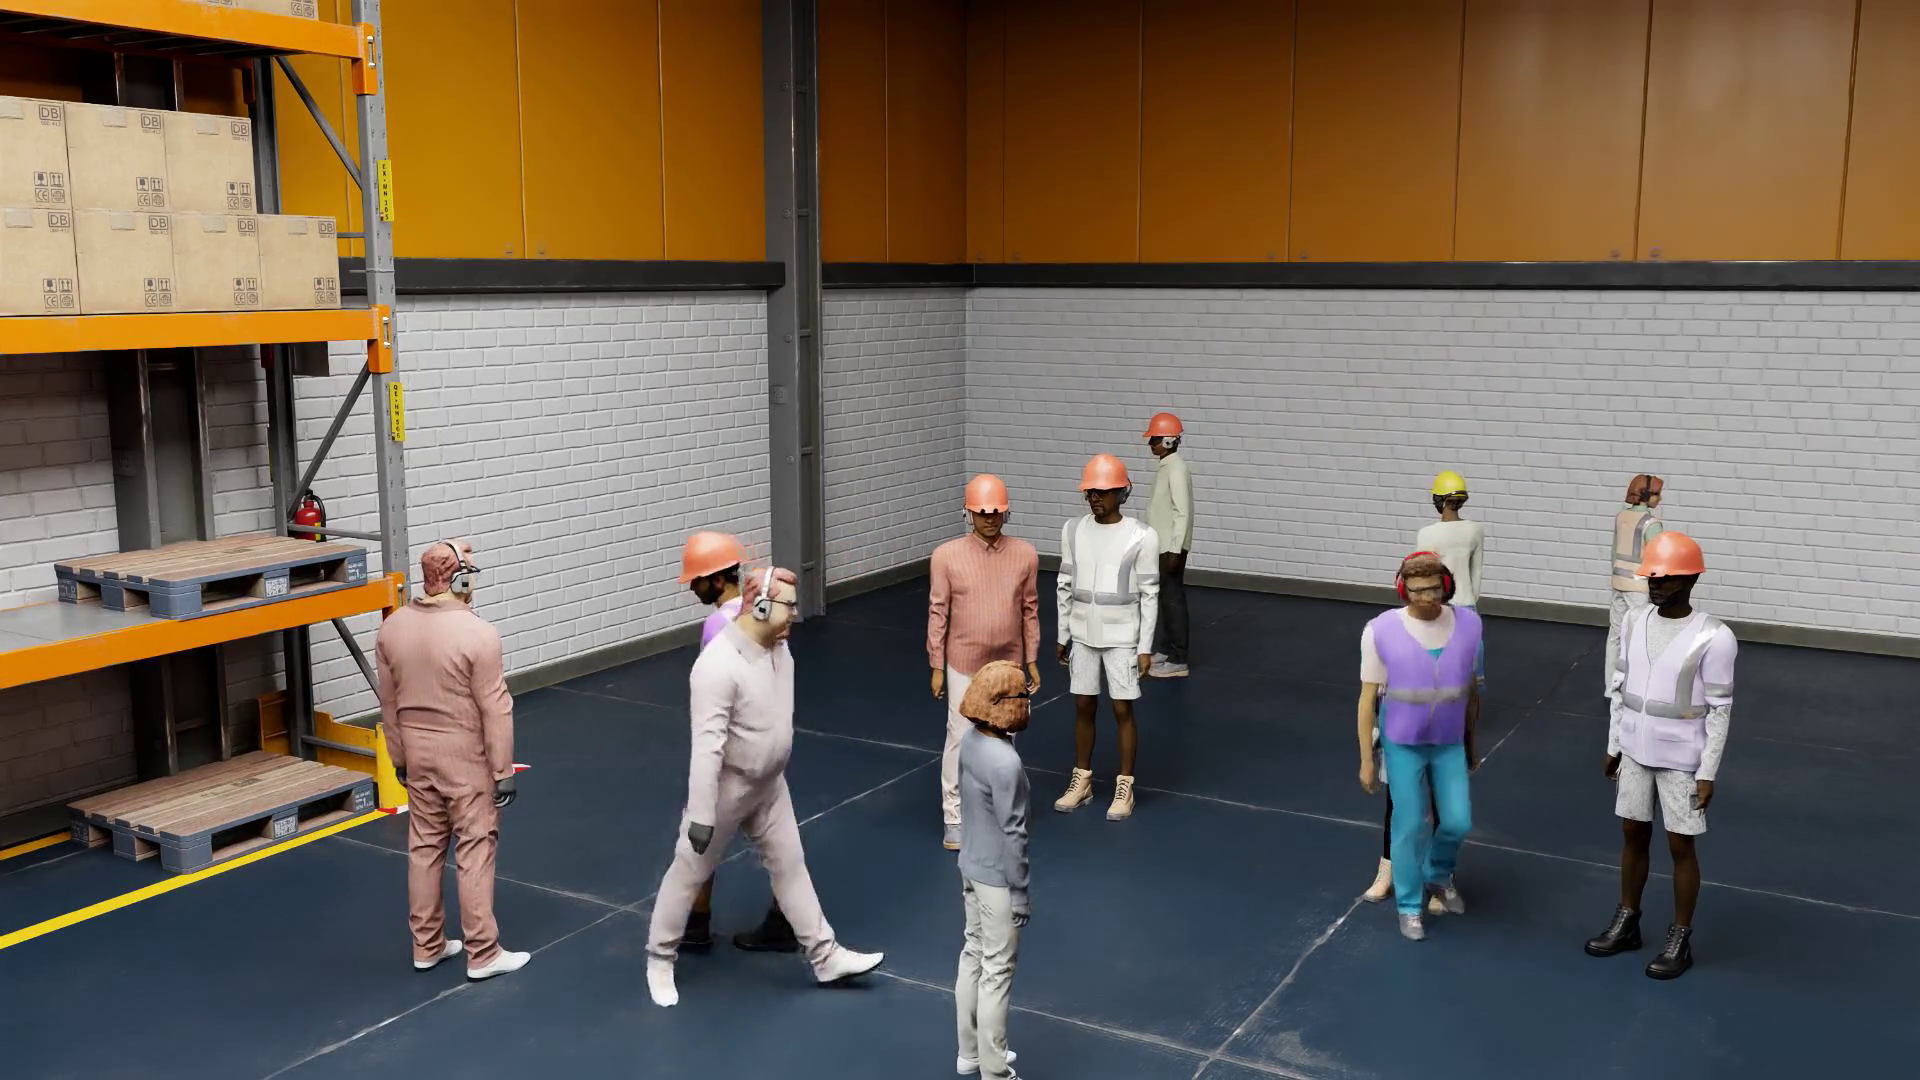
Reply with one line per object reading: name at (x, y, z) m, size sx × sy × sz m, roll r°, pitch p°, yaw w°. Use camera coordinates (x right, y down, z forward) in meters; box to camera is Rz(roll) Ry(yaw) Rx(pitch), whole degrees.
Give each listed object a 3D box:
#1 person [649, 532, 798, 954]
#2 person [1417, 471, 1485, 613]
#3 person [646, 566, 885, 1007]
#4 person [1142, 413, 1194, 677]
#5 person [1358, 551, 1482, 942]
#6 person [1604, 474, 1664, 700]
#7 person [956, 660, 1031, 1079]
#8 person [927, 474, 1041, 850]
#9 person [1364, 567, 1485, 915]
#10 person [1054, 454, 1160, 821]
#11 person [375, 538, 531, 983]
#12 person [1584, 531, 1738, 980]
person at (-1.071, 0.911, 7.410) m, size 0.801 × 1.888 × 0.590 m, roll 3°, pitch 10°, yaw 20°
person at (3.140, 0.433, 10.772) m, size 0.524 × 1.769 × 0.314 m, roll -4°, pitch 10°, yaw -24°
person at (-0.874, 1.023, 6.885) m, size 1.015 × 1.840 × 0.736 m, roll 4°, pitch 10°, yaw 22°
person at (1.558, 0.034, 12.551) m, size 0.397 × 1.992 × 0.623 m, roll 0°, pitch 9°, yaw -2°
person at (2.069, 0.924, 7.579) m, size 0.615 × 1.810 × 0.524 m, roll -1°, pitch 9°, yaw -8°
person at (4.736, 0.354, 11.668) m, size 0.315 × 1.637 × 0.514 m, roll -2°, pitch 9°, yaw -10°
person at (0.139, 1.242, 6.134) m, size 0.280 × 1.633 × 0.503 m, roll -3°, pitch 10°, yaw -19°
person at (0.137, 0.640, 8.767) m, size 0.623 × 1.992 × 0.396 m, roll -3°, pitch 9°, yaw -16°
person at (2.203, 0.927, 7.905) m, size 0.531 × 1.697 × 0.322 m, roll 7°, pitch 11°, yaw 35°
person at (0.801, 0.538, 9.254) m, size 0.605 × 2.044 × 0.374 m, roll 5°, pitch 10°, yaw 29°
person at (-2.169, 0.941, 7.170) m, size 0.652 × 1.906 × 0.403 m, roll 4°, pitch 10°, yaw 24°
person at (3.030, 0.920, 7.194) m, size 0.362 × 1.939 × 0.542 m, roll -6°, pitch 11°, yaw -33°
